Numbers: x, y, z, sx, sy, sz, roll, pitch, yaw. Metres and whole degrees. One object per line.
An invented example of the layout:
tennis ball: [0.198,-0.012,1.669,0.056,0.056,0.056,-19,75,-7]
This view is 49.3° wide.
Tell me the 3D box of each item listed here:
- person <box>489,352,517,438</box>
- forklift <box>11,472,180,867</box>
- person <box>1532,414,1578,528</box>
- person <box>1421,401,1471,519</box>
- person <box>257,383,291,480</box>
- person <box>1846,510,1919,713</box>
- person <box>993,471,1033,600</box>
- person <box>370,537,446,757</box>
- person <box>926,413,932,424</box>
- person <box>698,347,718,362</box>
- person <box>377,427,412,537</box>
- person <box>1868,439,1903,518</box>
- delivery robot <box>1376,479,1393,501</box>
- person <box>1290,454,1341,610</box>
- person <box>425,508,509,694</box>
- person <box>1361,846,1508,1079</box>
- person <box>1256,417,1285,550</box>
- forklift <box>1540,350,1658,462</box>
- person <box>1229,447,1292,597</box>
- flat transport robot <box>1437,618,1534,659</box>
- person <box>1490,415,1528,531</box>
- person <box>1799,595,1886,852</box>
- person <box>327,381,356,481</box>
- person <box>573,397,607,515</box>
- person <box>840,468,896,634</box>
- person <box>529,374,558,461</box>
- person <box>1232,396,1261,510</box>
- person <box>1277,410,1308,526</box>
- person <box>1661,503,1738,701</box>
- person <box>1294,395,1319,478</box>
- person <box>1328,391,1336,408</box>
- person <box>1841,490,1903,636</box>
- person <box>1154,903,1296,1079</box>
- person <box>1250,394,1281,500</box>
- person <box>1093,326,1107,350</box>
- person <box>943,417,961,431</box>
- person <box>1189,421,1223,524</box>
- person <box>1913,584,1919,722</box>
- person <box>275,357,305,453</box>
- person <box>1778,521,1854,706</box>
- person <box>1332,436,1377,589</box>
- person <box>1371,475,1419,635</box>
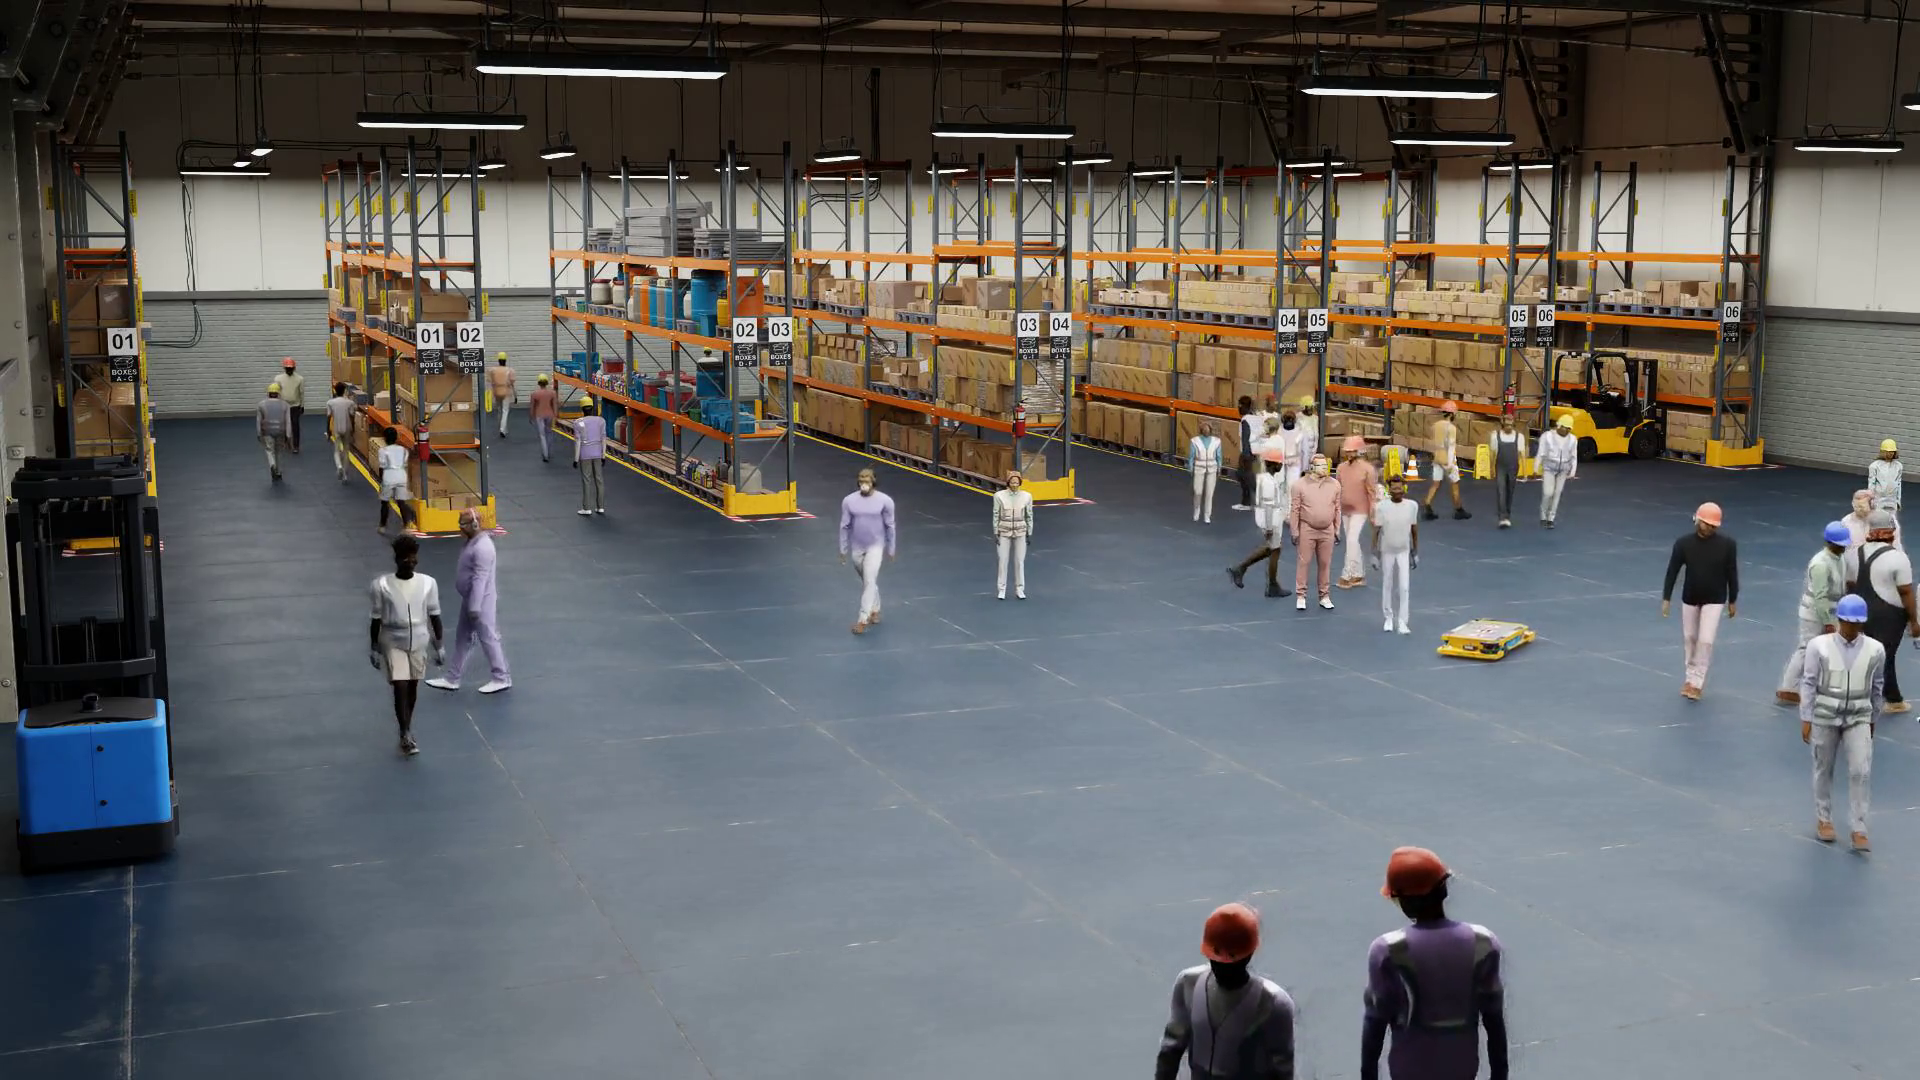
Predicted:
person: [-10.197,-3.243,46.656,0.599,1.893,0.933,0,9,2]
forklift: [-6.630,0.886,15.957,1.129,2.768,1.873,-3,9,-21]
person: [9.217,-1.056,32.390,0.665,1.784,0.537,-1,9,-3]
person: [7.762,-1.272,33.430,0.869,1.903,0.546,-4,9,-26]
person: [-12.605,-1.984,38.503,0.601,1.811,0.679,-4,10,-26]
person: [8.762,0.696,20.007,0.990,2.000,0.714,-2,9,-16]
person: [0.664,-0.061,26.298,0.514,1.629,0.323,-1,9,-4]
person: [-4.867,0.943,18.560,0.621,1.927,0.936,-5,10,-32]
person: [-0.670,-3.187,46.449,0.526,1.842,0.890,-2,9,-15]
person: [-6.196,-3.919,51.579,0.524,1.760,0.328,-3,9,-20]
person: [-8.542,-0.875,31.629,0.539,1.650,0.759,-8,12,-44]
person: [12.833,-0.532,29.041,0.494,1.743,0.309,-1,9,-8]
delivery robot: [6.780,-0.757,34.312,0.477,0.478,0.707,-7,11,-40]
person: [4.364,-0.105,25.634,0.651,1.911,0.409,-1,9,-8]
person: [-4.922,0.618,20.921,0.812,1.870,0.673,-4,9,-25]
person: [2.089,2.328,9.249,0.643,1.975,1.061,-2,9,-10]
person: [4.507,-0.820,30.319,0.363,1.939,0.641,4,9,24]
forklift: [12.897,-2.725,42.309,2.313,2.155,1.214,-3,9,-21]
person: [3.835,-0.237,26.530,0.692,1.911,0.547,1,9,4]
flat transport robot: [5.850,1.089,23.259,0.652,0.197,1.431,5,10,31]
person: [8.479,-1.051,32.391,0.541,1.782,0.997,1,9,9]
person: [6.637,1.376,15.727,0.620,1.920,0.822,2,9,12]
person: [-11.345,-1.986,38.406,0.509,1.853,0.568,-3,9,-19]
person: [-6.025,-1.366,34.029,0.585,1.917,0.382,-7,11,-38]
person: [-1.071,0.099,24.387,0.642,1.893,1.046,3,9,18]
person: [-8.348,-2.454,41.913,0.543,1.711,0.895,-4,9,-24]
person: [4.781,-1.433,34.521,0.527,1.897,0.609,3,9,19]
person: [5.160,-1.155,33.064,0.627,1.797,0.974,3,9,19]
person: [7.295,0.607,20.678,0.669,1.960,0.772,6,10,34]
person: [5.863,-1.577,35.764,0.595,1.820,0.589,-6,10,-34]
person: [8.552,-3.626,49.142,0.634,1.898,0.626,3,9,19]
person: [9.751,0.389,22.528,0.729,1.856,0.701,-8,11,-41]
person: [1.047,2.437,8.729,0.562,1.889,0.955,8,11,42]
person: [5.165,-1.532,35.289,0.608,1.875,0.436,-6,11,-36]
person: [3.747,-4.670,55.685,0.579,2.025,0.653,1,9,5]
person: [-0.177,-3.427,47.886,0.574,1.883,0.356,-2,9,-16]
person: [3.882,-1.072,33.046,0.516,1.626,0.374,0,9,-1]
person: [9.295,0.941,19.783,0.505,1.581,0.602,2,9,13]
person: [-13.930,-2.821,43.543,0.616,1.971,0.855,-2,9,-16]
person: [8.363,0.725,20.241,0.638,1.877,0.845,-7,11,-39]
person: [4.984,-0.347,27.053,0.864,1.965,0.652,-7,11,-37]
person: [5.000,0.181,24.020,0.557,1.825,0.888,1,9,7]
